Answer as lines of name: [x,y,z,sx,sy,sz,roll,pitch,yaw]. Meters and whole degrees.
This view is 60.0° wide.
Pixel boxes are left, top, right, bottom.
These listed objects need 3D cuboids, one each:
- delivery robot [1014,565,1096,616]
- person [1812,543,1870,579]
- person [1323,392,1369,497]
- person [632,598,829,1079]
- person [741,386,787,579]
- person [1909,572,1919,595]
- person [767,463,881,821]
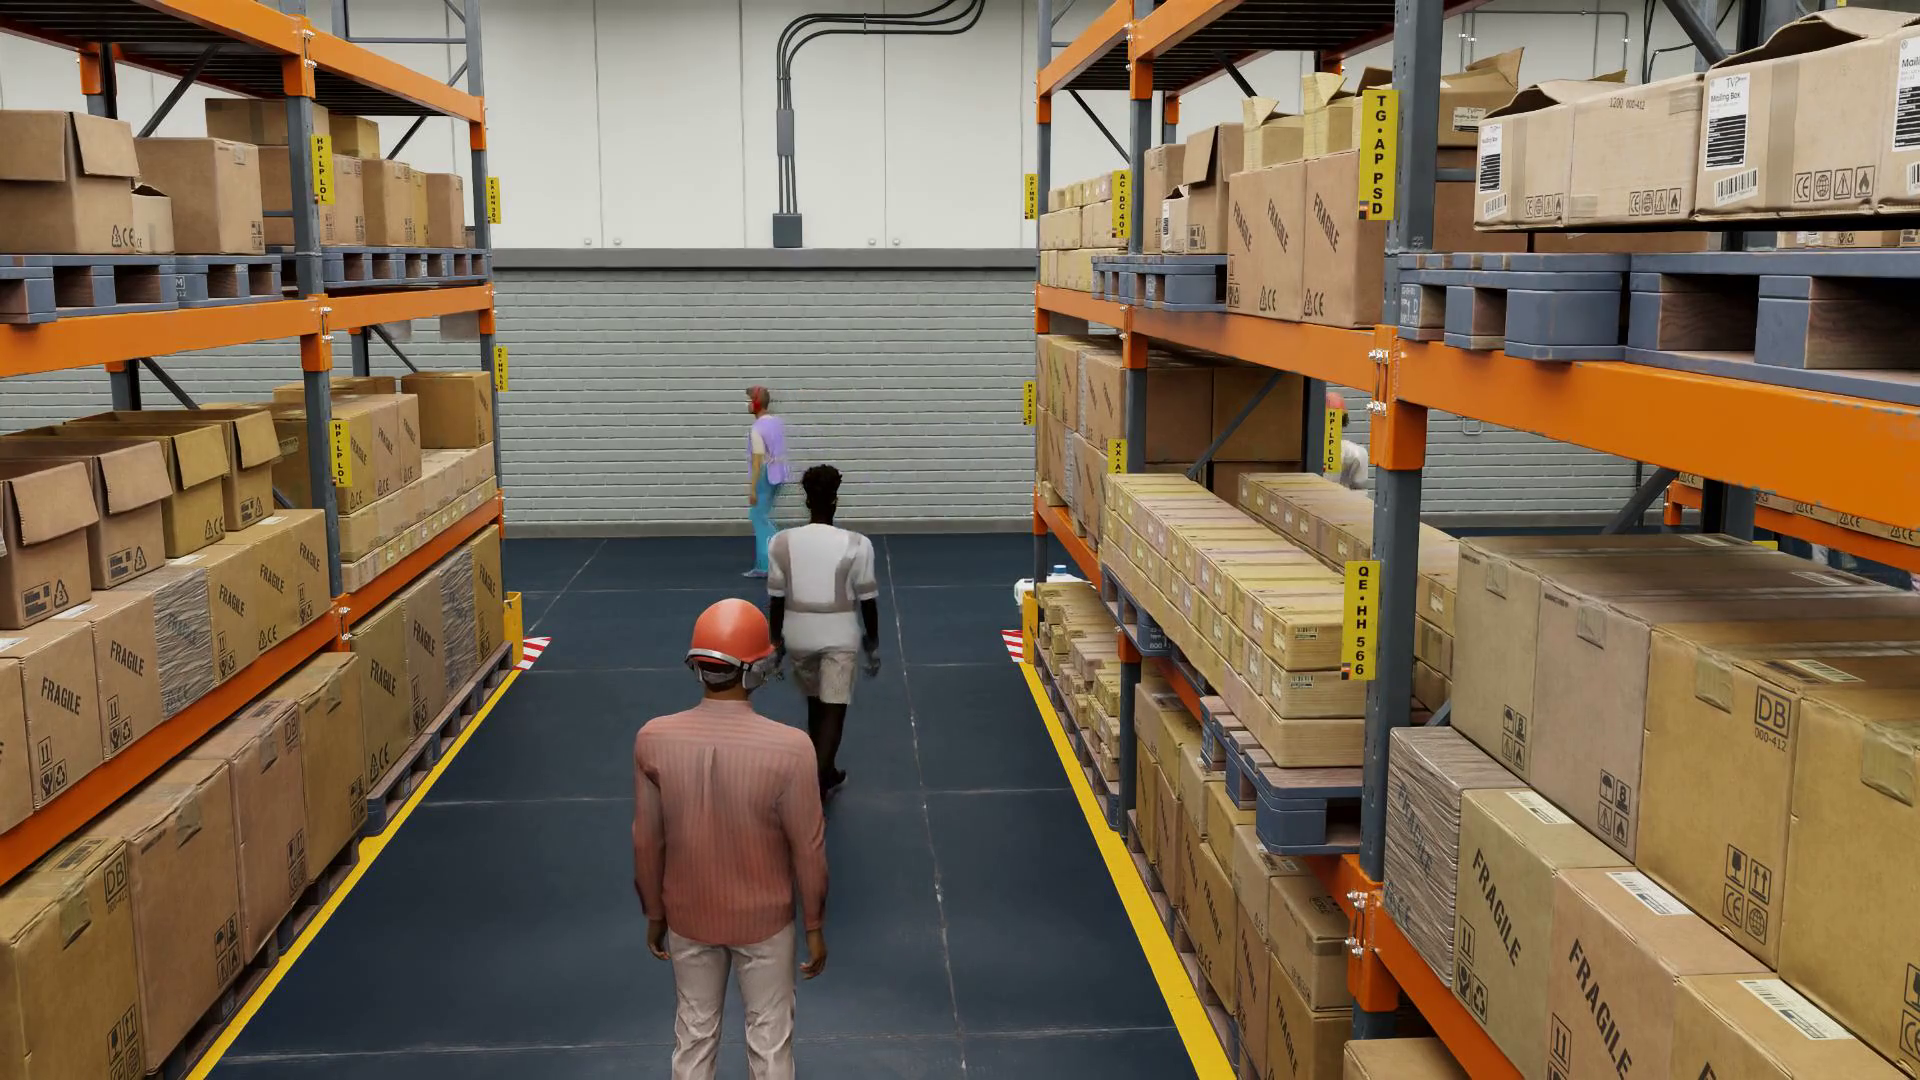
delivery robot: [0.801,0.447,13.404,0.707,0.478,0.477,2,10,13]
person: [8.139,-0.509,15.358,0.644,1.898,0.720,-5,11,-25]
person: [2.822,-0.121,12.690,0.621,2.025,0.525,5,11,26]
person: [-0.705,1.166,5.211,0.622,1.993,0.382,2,10,12]
person: [-1.856,-0.534,15.679,0.436,1.835,0.589,2,10,11]
person: [8.458,-0.394,14.578,0.821,1.942,0.383,-8,12,-38]
person: [-0.757,0.547,9.057,0.607,1.935,0.939,2,10,13]
